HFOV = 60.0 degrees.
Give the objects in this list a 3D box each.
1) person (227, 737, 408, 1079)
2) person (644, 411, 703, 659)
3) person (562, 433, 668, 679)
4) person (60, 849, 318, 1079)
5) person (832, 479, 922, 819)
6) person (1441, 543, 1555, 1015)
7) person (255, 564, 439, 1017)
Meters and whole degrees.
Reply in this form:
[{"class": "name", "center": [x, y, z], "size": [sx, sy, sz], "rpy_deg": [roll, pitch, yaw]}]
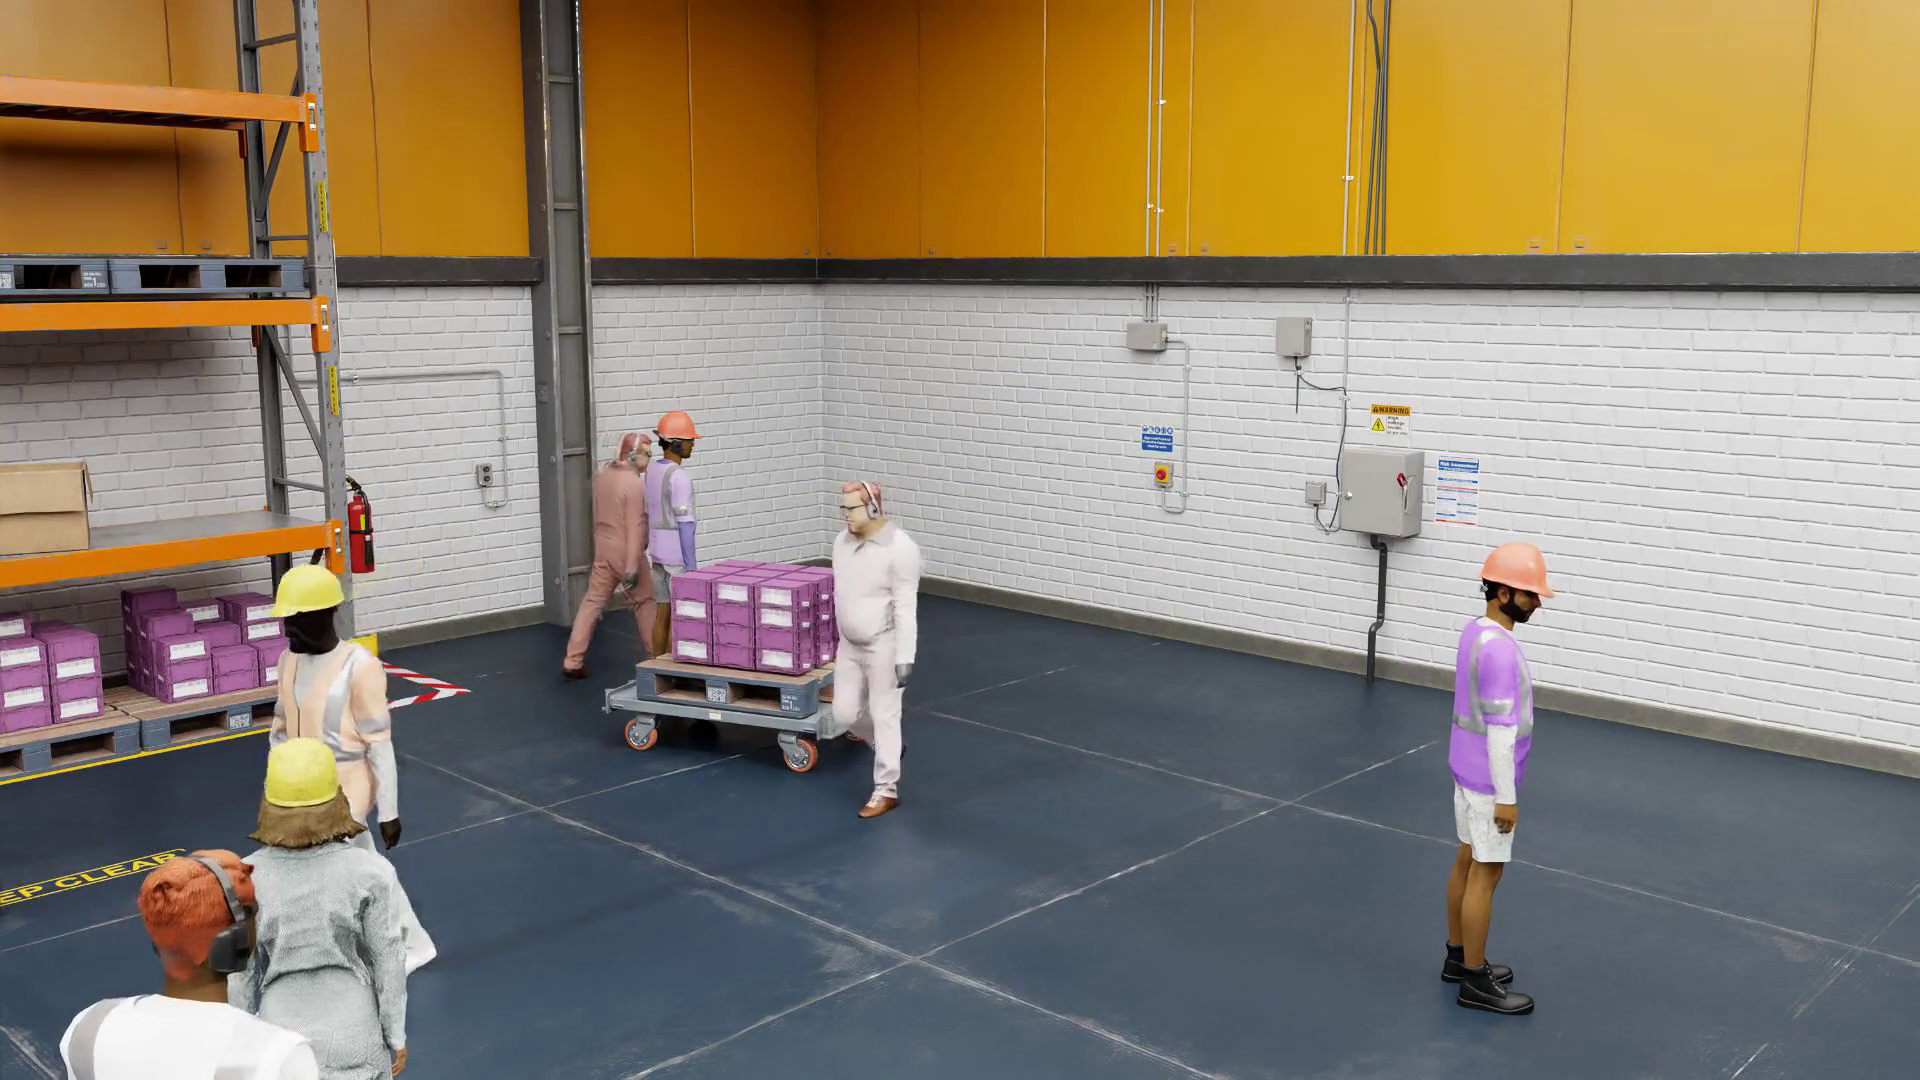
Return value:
[{"class": "person", "center": [-1.807, 1.406, 4.705], "size": [0.488, 1.746, 0.287], "rpy_deg": [-2, 10, -13]}, {"class": "person", "center": [-1.991, 0.110, 11.745], "size": [0.386, 2.041, 0.615], "rpy_deg": [-6, 11, -33]}, {"class": "person", "center": [-2.533, 0.129, 12.306], "size": [0.984, 1.854, 0.728], "rpy_deg": [-9, 13, -43]}, {"class": "person", "center": [-1.513, 1.550, 3.402], "size": [0.583, 1.882, 0.339], "rpy_deg": [2, 10, 15]}, {"class": "person", "center": [-0.458, 0.590, 9.302], "size": [0.663, 1.888, 0.498], "rpy_deg": [7, 12, 38]}, {"class": "person", "center": [2.210, 0.965, 6.852], "size": [0.374, 1.929, 0.542], "rpy_deg": [1, 9, 5]}, {"class": "person", "center": [-2.558, 1.014, 6.732], "size": [0.611, 1.872, 1.013], "rpy_deg": [7, 12, 37]}]
